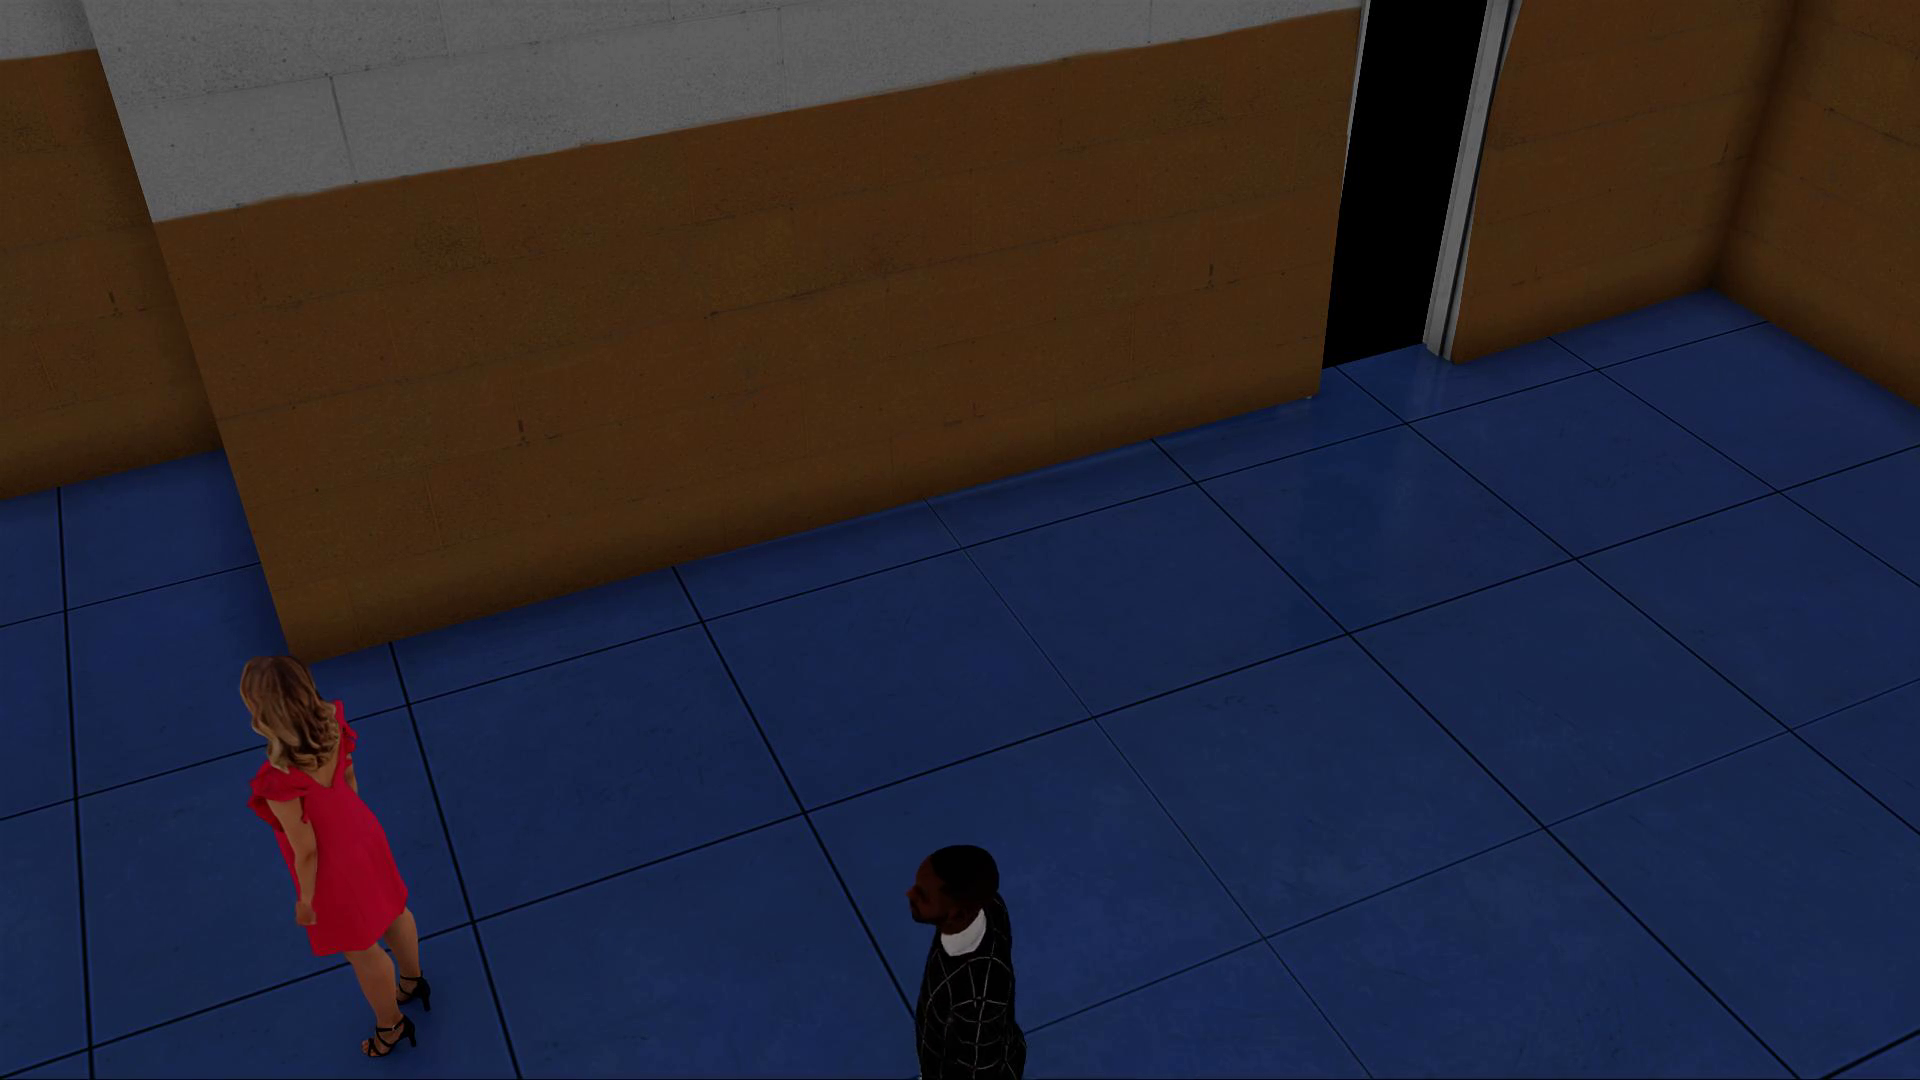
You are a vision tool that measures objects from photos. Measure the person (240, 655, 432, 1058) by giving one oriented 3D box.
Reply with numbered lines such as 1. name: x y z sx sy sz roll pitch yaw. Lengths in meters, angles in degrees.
1. person: -1.998 1.032 5.383 0.728 1.728 0.645 7 37 9

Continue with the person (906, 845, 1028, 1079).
1. person: 0.103 1.513 4.676 0.910 1.809 0.862 1 37 1
